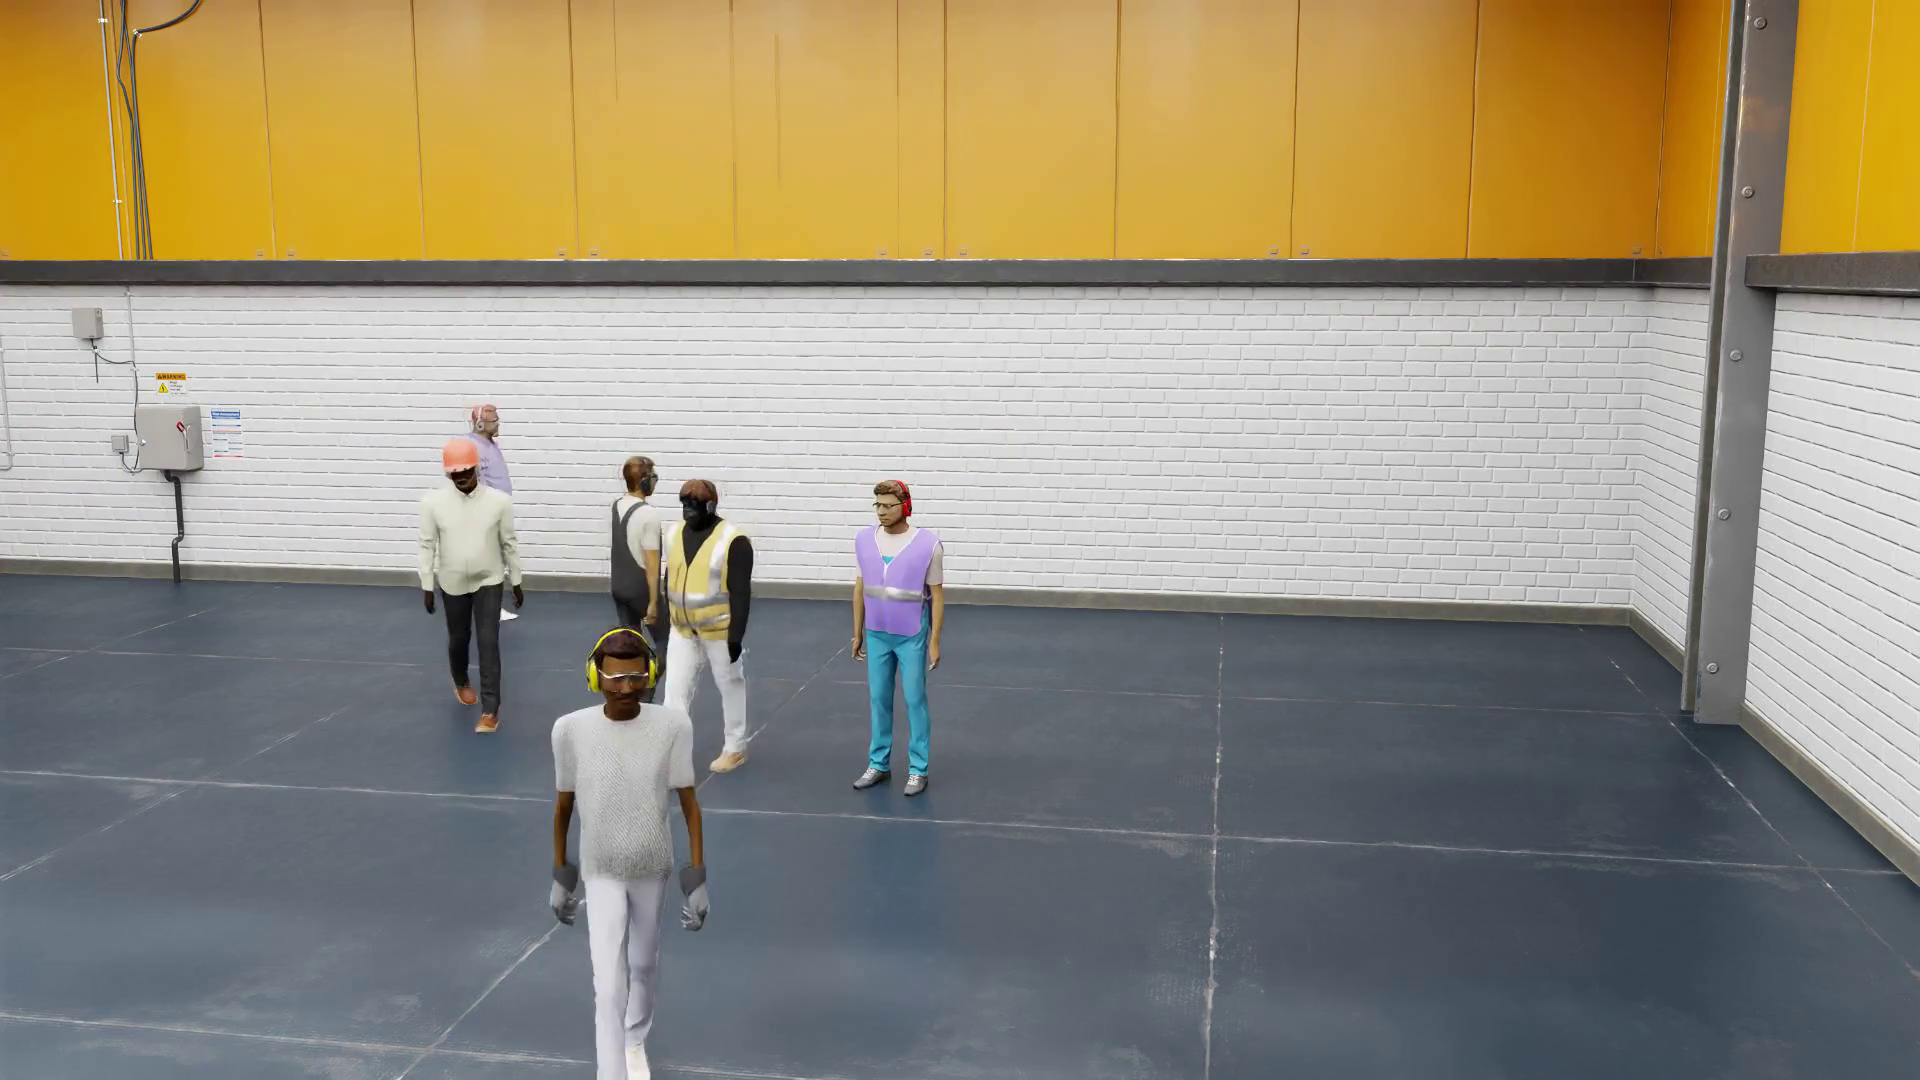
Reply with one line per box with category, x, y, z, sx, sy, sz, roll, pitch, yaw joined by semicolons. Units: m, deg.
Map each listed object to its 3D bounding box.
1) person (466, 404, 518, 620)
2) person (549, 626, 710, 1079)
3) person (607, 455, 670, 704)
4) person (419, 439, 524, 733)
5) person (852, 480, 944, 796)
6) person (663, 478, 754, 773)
person;-4.104;-0.233;14.396;0.480;1.892;0.647;0;9;1
person;-1.161;1.195;5.848;0.540;1.804;0.990;-3;10;-16
person;-2.095;0.358;10.929;0.503;1.832;0.401;7;12;37
person;-3.296;0.261;11.219;0.667;1.946;0.971;-2;10;-15
person;-0.356;0.556;9.667;0.572;1.843;0.373;4;10;25
person;-1.569;0.552;9.810;0.654;1.802;0.901;4;10;25
